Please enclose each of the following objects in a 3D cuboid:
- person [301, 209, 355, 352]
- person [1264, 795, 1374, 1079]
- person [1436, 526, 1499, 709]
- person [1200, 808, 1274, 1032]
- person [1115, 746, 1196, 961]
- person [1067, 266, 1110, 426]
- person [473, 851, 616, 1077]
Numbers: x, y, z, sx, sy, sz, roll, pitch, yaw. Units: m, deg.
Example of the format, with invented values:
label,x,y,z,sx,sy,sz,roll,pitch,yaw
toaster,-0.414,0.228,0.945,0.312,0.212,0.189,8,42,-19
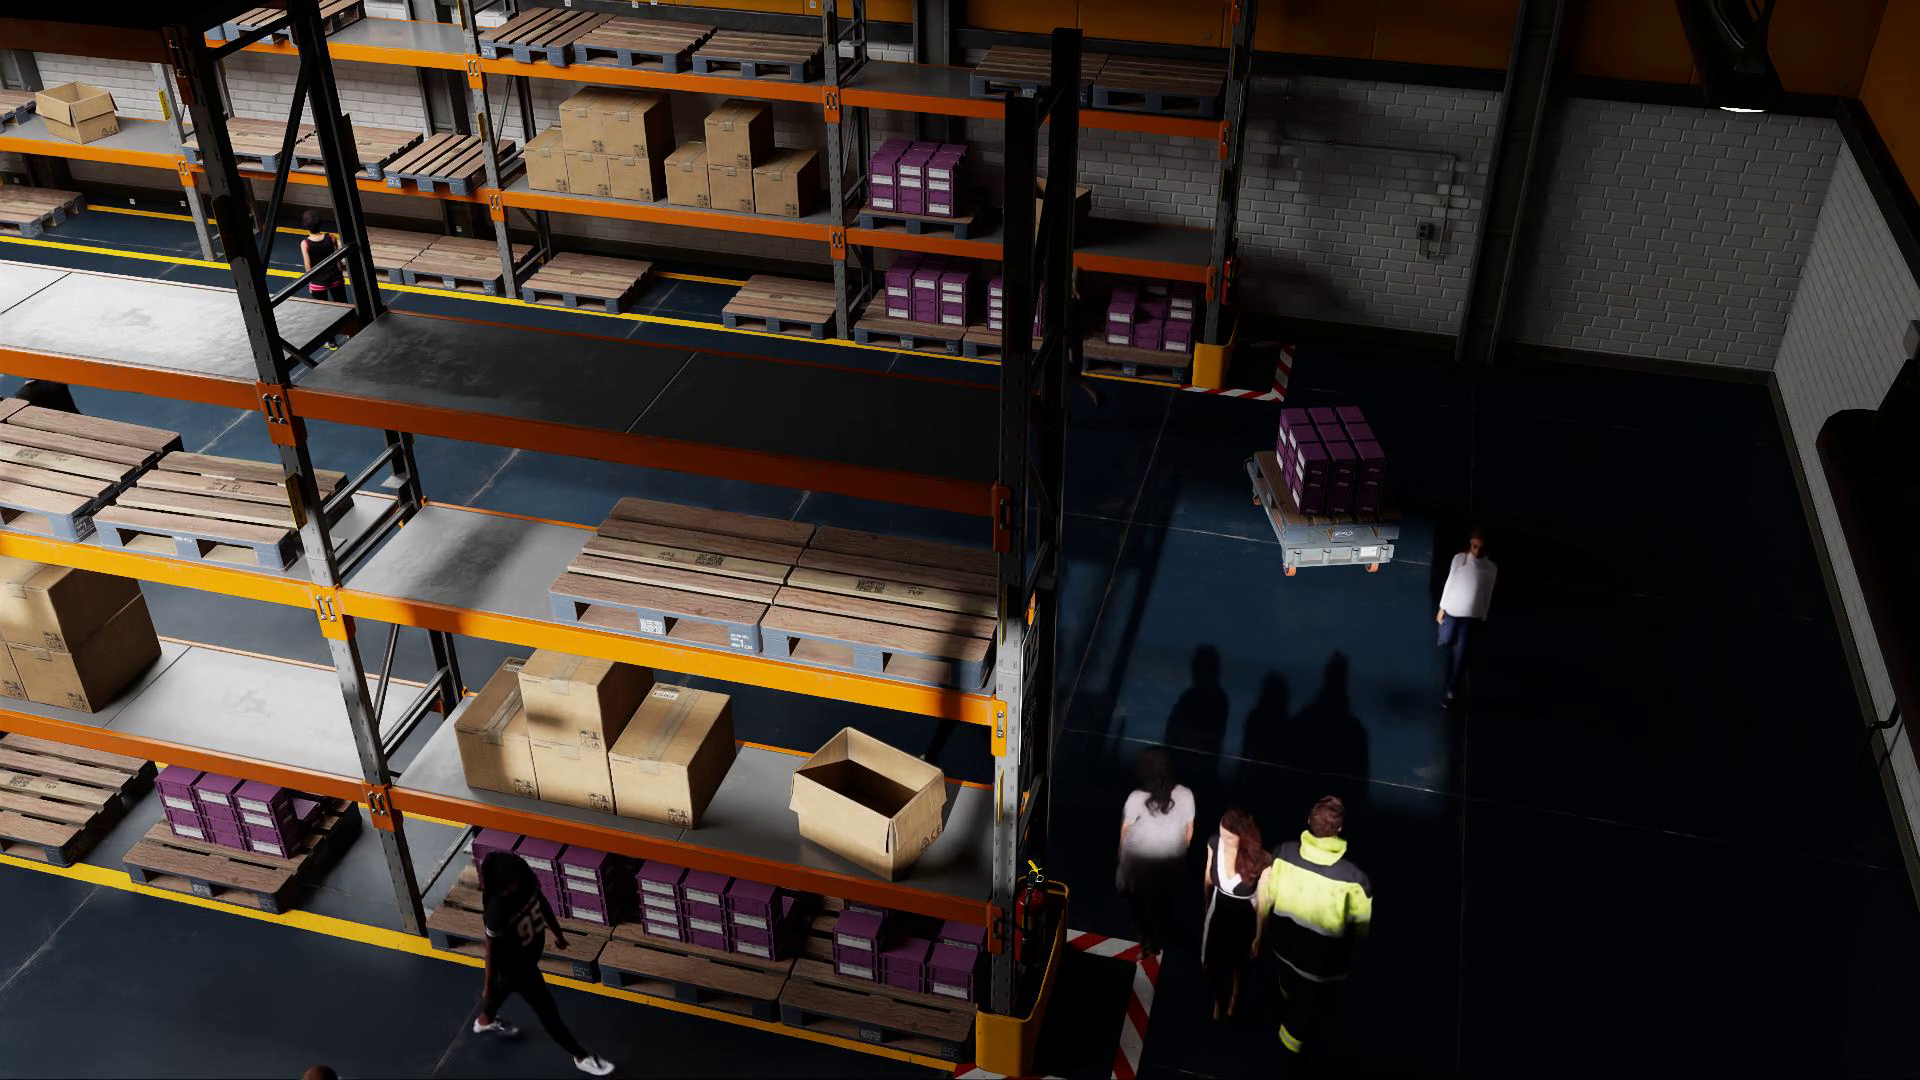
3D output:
label,x,y,z,sx,sy,sz,roll,pitch,yaw
person,-6.750,-2.779,17.699,0.625,1.552,0.662,-24,40,-31
person,2.022,2.339,9.644,1.140,1.945,1.035,19,38,26
person,3.883,0.515,12.752,0.902,1.543,0.749,19,38,26
person,1.678,2.224,9.968,0.638,1.779,0.729,14,36,20
person,1.216,2.013,10.457,0.894,1.589,0.906,-4,34,-7
person,1.138,-1.865,16.160,0.899,1.735,0.693,2,34,3
person,-2.635,2.444,9.714,1.180,1.694,0.684,7,34,10
